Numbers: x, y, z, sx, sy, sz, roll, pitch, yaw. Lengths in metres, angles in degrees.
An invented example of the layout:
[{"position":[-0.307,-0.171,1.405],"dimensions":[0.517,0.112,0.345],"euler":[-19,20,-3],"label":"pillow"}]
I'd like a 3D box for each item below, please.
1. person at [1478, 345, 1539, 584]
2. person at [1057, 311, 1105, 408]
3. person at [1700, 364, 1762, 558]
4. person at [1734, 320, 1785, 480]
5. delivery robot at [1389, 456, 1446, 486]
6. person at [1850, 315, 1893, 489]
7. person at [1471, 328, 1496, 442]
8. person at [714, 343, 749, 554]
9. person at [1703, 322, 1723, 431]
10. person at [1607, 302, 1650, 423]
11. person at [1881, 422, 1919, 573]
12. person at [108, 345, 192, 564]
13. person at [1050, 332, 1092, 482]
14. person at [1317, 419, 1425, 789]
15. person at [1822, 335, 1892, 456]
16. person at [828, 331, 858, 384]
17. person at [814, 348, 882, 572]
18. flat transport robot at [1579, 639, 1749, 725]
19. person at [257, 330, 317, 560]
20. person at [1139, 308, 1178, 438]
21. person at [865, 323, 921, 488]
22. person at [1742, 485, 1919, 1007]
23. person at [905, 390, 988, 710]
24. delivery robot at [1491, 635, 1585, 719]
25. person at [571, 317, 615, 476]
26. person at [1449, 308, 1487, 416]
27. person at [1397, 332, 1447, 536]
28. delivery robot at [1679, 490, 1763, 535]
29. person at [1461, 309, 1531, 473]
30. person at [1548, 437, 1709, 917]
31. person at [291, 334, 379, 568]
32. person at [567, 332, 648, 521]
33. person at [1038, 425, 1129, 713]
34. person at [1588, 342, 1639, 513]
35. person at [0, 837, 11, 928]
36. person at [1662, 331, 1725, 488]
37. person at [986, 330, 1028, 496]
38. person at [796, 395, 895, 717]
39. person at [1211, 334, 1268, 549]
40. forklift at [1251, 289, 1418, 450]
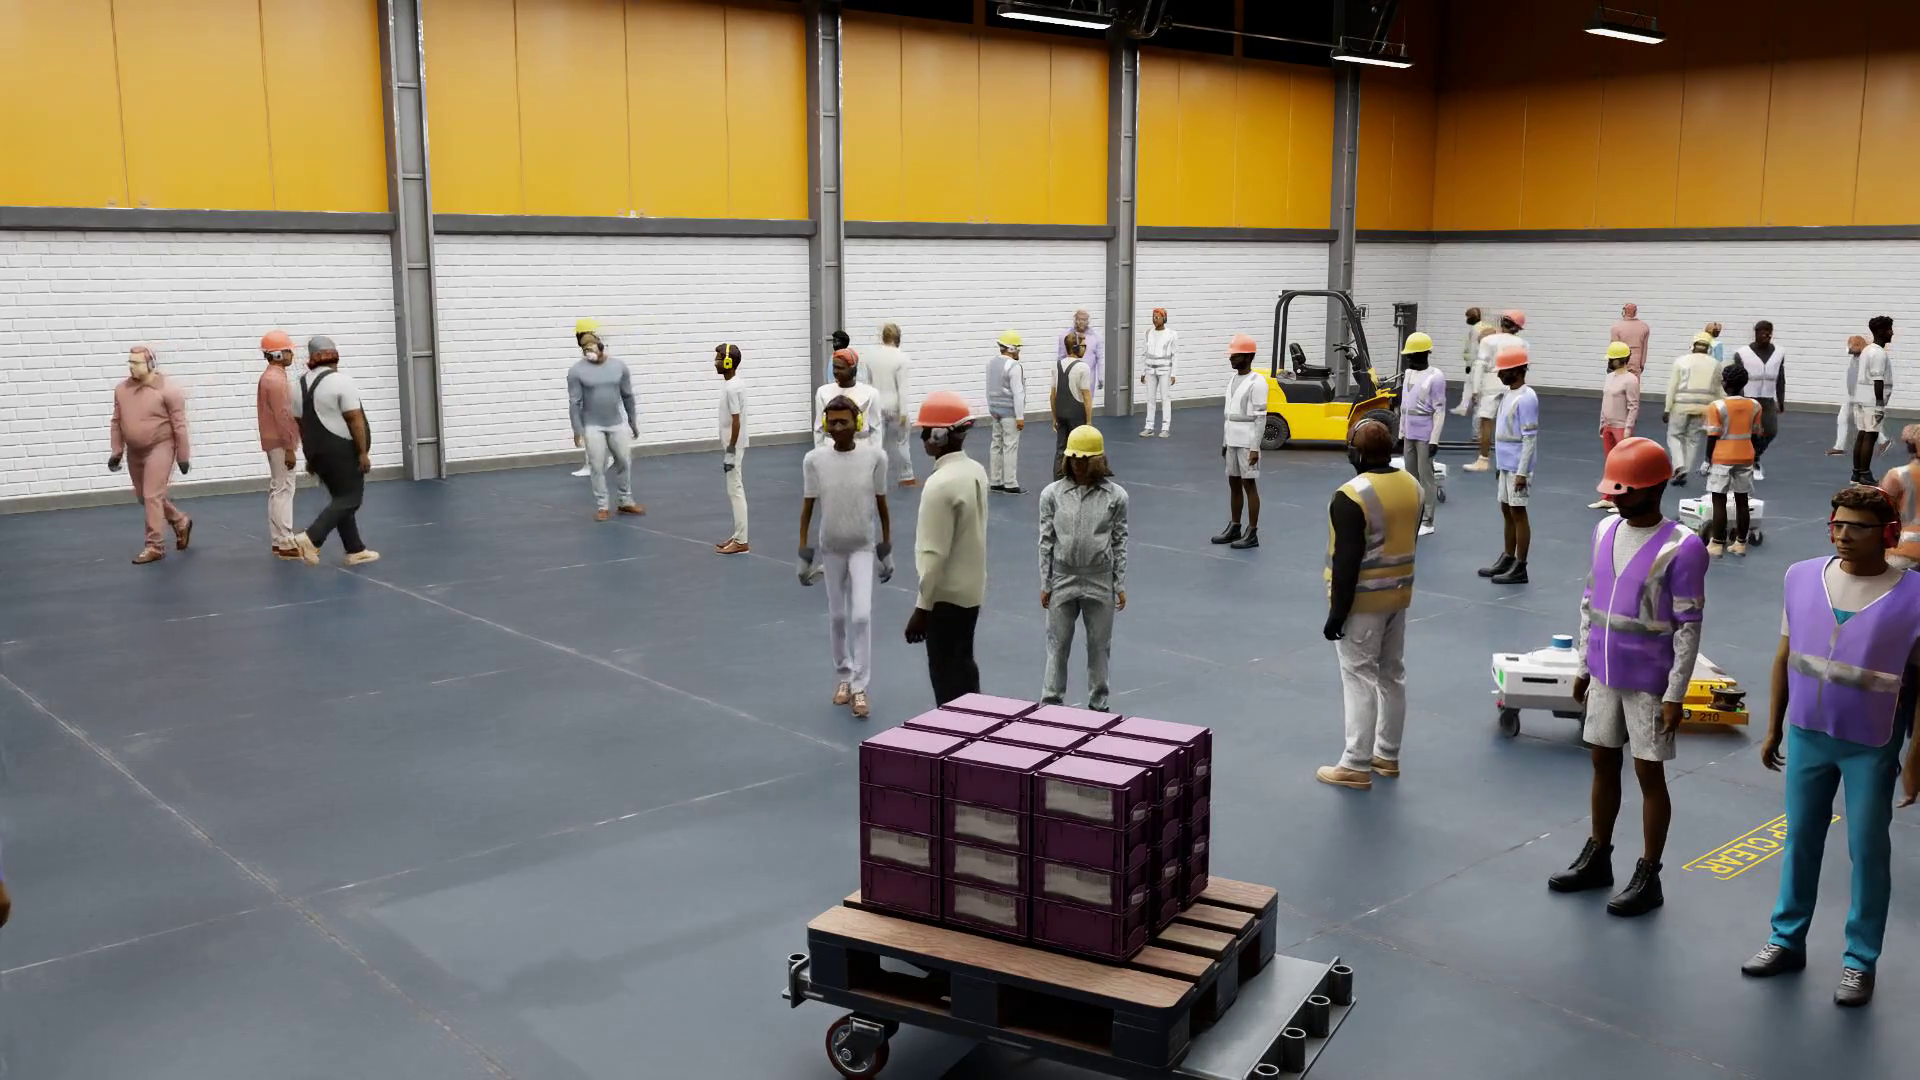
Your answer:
[{"position":[4.441,-0.605,13.416],"dimensions":[0.384,1.927,0.544],"euler":[0,10,1],"label":"person"},{"position":[1.704,-2.291,23.471],"dimensions":[0.670,1.861,0.954],"euler":[0,10,2],"label":"person"},{"position":[6.736,-0.687,14.561],"dimensions":[0.530,1.697,0.322],"euler":[-2,10,-13],"label":"person"},{"position":[9.422,-1.649,19.639],"dimensions":[0.644,1.885,0.505],"euler":[0,10,-1],"label":"person"},{"position":[4.951,-0.755,18.029],"dimensions":[0.477,0.478,0.707],"euler":[-3,10,-17],"label":"delivery robot"},{"position":[10.433,-1.576,18.985],"dimensions":[0.364,1.966,0.609],"euler":[2,10,13],"label":"person"},{"position":[7.354,-2.155,23.346],"dimensions":[0.266,1.631,0.507],"euler":[4,10,21],"label":"person"},{"position":[-2.038,-0.808,14.772],"dimensions":[0.321,1.871,0.532],"euler":[-1,10,-5],"label":"person"},{"position":[11.338,-2.474,25.193],"dimensions":[0.314,1.639,0.517],"euler":[-2,10,-13],"label":"person"},{"position":[10.517,-2.790,26.265],"dimensions":[0.642,1.909,0.410],"euler":[-2,10,-9],"label":"person"},{"position":[5.832,0.096,10.177],"dimensions":[0.551,1.634,0.571],"euler":[-3,10,-15],"label":"person"},{"position":[-7.045,-0.773,14.560],"dimensions":[0.638,1.877,0.832],"euler":[3,10,17],"label":"person"},{"position":[1.180,-1.263,17.514],"dimensions":[0.517,1.841,0.325],"euler":[9,13,42],"label":"person"},{"position":[2.023,0.317,8.280],"dimensions":[0.624,1.841,0.430],"euler":[-8,13,-40],"label":"person"},{"position":[11.872,-1.892,21.890],"dimensions":[0.737,1.602,0.499],"euler":[2,10,12],"label":"person"},{"position":[-1.505,-1.809,21.138],"dimensions":[0.319,1.697,0.532],"euler":[-8,13,-39],"label":"person"},{"position":[-0.933,-0.649,13.806],"dimensions":[0.576,1.881,0.352],"euler":[3,10,16],"label":"person"},{"position":[4.135,0.819,9.880],"dimensions":[0.652,0.197,1.431],"euler":[2,9,9],"label":"flat transport robot"},{"position":[-5.901,-0.824,14.498],"dimensions":[0.375,1.995,0.611],"euler":[-6,11,-31],"label":"person"},{"position":[2.891,-2.431,24.236],"dimensions":[0.572,1.883,0.356],"euler":[6,12,33],"label":"person"},{"position":[-0.835,-1.486,18.680],"dimensions":[0.645,1.901,0.990],"euler":[7,12,36],"label":"person"},{"position":[3.164,0.714,5.926],"dimensions":[0.388,1.847,0.563],"euler":[-7,12,-37],"label":"person"},{"position":[-0.058,0.262,8.147],"dimensions":[0.395,1.992,0.626],"euler":[3,10,19],"label":"person"},{"position":[3.291,0.766,9.127],"dimensions":[0.707,0.478,0.477],"euler":[2,10,12],"label":"delivery robot"},{"position":[-4.398,-1.714,19.929],"dimensions":[0.510,1.915,0.603],"euler":[-2,10,-12],"label":"person"},{"position":[8.353,-2.900,27.238],"dimensions":[0.772,1.799,0.691],"euler":[4,11,23],"label":"person"},{"position":[4.337,-1.000,15.747],"dimensions":[0.383,1.920,0.585],"euler":[-3,10,-19],"label":"person"},{"position":[6.937,-0.264,15.153],"dimensions":[0.707,0.478,0.477],"euler":[-3,10,-14],"label":"delivery robot"},{"position":[6.539,-1.813,20.333],"dimensions":[0.796,1.991,0.457],"euler":[0,10,-2],"label":"person"},{"position":[2.687,0.543,6.692],"dimensions":[0.373,1.928,0.543],"euler":[-5,11,-27],"label":"person"},{"position":[-5.334,-0.764,14.014],"dimensions":[0.719,2.000,0.777],"euler":[7,12,35],"label":"person"},{"position":[-3.521,-1.133,16.632],"dimensions":[0.795,1.892,0.434],"euler":[-5,11,-27],"label":"person"},{"position":[0.664,0.245,8.984],"dimensions":[0.486,1.740,0.313],"euler":[0,10,3],"label":"person"},{"position":[6.762,-1.160,17.155],"dimensions":[0.328,1.761,0.523],"euler":[-2,10,-11],"label":"person"},{"position":[-2.879,0.866,4.469],"dimensions":[0.615,2.038,0.395],"euler":[-1,10,-7],"label":"person"},{"position":[8.324,-1.474,18.915],"dimensions":[0.643,1.789,0.545],"euler":[1,10,6],"label":"person"},{"position":[0.531,-1.407,18.396],"dimensions":[0.403,1.828,0.598],"euler":[-6,11,-32],"label":"person"},{"position":[-0.669,0.094,9.581],"dimensions":[0.561,1.840,0.798],"euler":[0,10,2],"label":"person"},{"position":[2.540,-0.891,15.054],"dimensions":[0.359,1.939,0.543],"euler":[-5,11,-25],"label":"person"},{"position":[5.034,-2.339,22.783],"dimensions":[2.313,2.155,1.214],"euler":[3,10,16],"label":"forklift"}]
